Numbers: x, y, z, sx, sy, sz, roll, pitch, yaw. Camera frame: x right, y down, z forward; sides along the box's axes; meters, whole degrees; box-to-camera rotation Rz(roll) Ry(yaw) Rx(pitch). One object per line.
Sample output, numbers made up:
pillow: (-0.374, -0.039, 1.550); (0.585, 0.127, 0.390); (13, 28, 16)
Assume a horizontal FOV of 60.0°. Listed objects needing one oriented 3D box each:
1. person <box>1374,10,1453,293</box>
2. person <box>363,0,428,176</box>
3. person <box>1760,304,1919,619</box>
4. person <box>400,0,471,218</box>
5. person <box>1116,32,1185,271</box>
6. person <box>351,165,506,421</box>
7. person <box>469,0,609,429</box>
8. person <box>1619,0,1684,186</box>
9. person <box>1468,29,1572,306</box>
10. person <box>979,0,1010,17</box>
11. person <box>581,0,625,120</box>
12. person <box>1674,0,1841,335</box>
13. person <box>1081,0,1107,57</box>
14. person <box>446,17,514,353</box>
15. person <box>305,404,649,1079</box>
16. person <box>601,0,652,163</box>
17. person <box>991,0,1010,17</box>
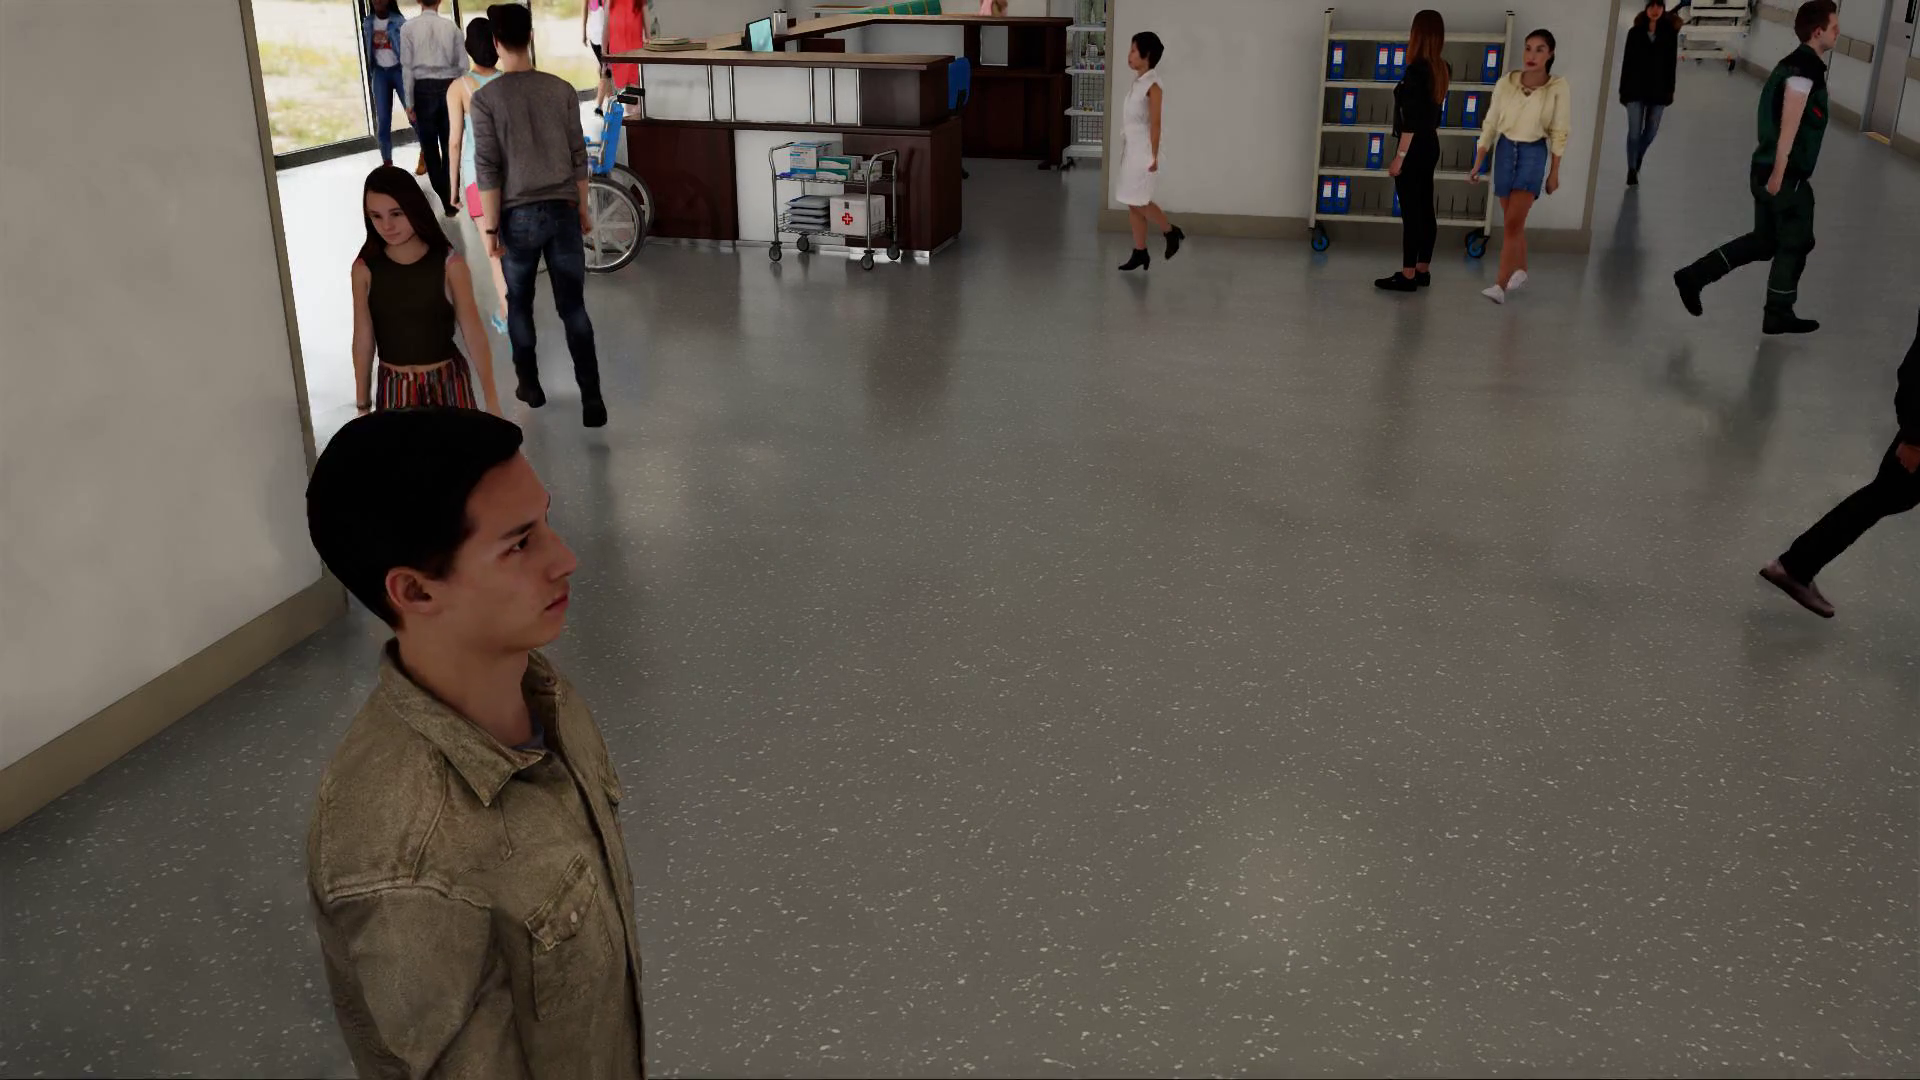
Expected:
person: (2.891, -2.441, 10.456); (0.675, 1.712, 0.682); (18, 27, 39)
person: (-4.877, -3.941, 14.493); (1.225, 1.659, 0.833); (2, 21, 4)
person: (3.024, -0.394, 5.241); (1.216, 1.578, 0.902); (14, 25, 33)
person: (-4.045, -3.393, 12.887); (1.189, 1.773, 1.114); (-6, 22, -15)
person: (1.275, -2.531, 10.933); (0.834, 1.544, 0.741); (-4, 21, -11)
person: (-1.766, -0.477, 5.539); (1.013, 1.522, 0.945); (-4, 21, -10)
person: (-1.869, -1.414, 7.524); (1.235, 1.869, 1.223); (-8, 22, -21)
person: (6.021, -3.947, 14.572); (0.912, 1.614, 0.645); (6, 21, 15)
person: (3.437, -2.256, 10.148); (1.130, 1.586, 1.013); (16, 26, 36)
person: (0.399, -6.869, 22.076); (1.023, 1.764, 0.817); (9, 23, 23)
person: (-4.042, -5.608, 18.778); (1.143, 1.741, 0.793); (2, 21, 6)
person: (4.484, -2.041, 9.250); (1.015, 1.819, 0.670); (5, 21, 12)
person: (2.201, -9.020, 27.610); (0.531, 1.866, 0.735); (5, 21, 12)
person: (-2.454, -1.833, 8.835); (1.152, 1.724, 1.162); (-10, 23, -24)
person: (-0.568, 0.750, 1.836); (0.698, 1.852, 0.754); (1, 21, 3)
person: (-3.117, -4.457, 15.689); (1.131, 1.778, 0.801); (1, 21, 3)
person: (0.499, -5.991, 20.444); (0.481, 1.278, 0.595); (11, 23, 26)
